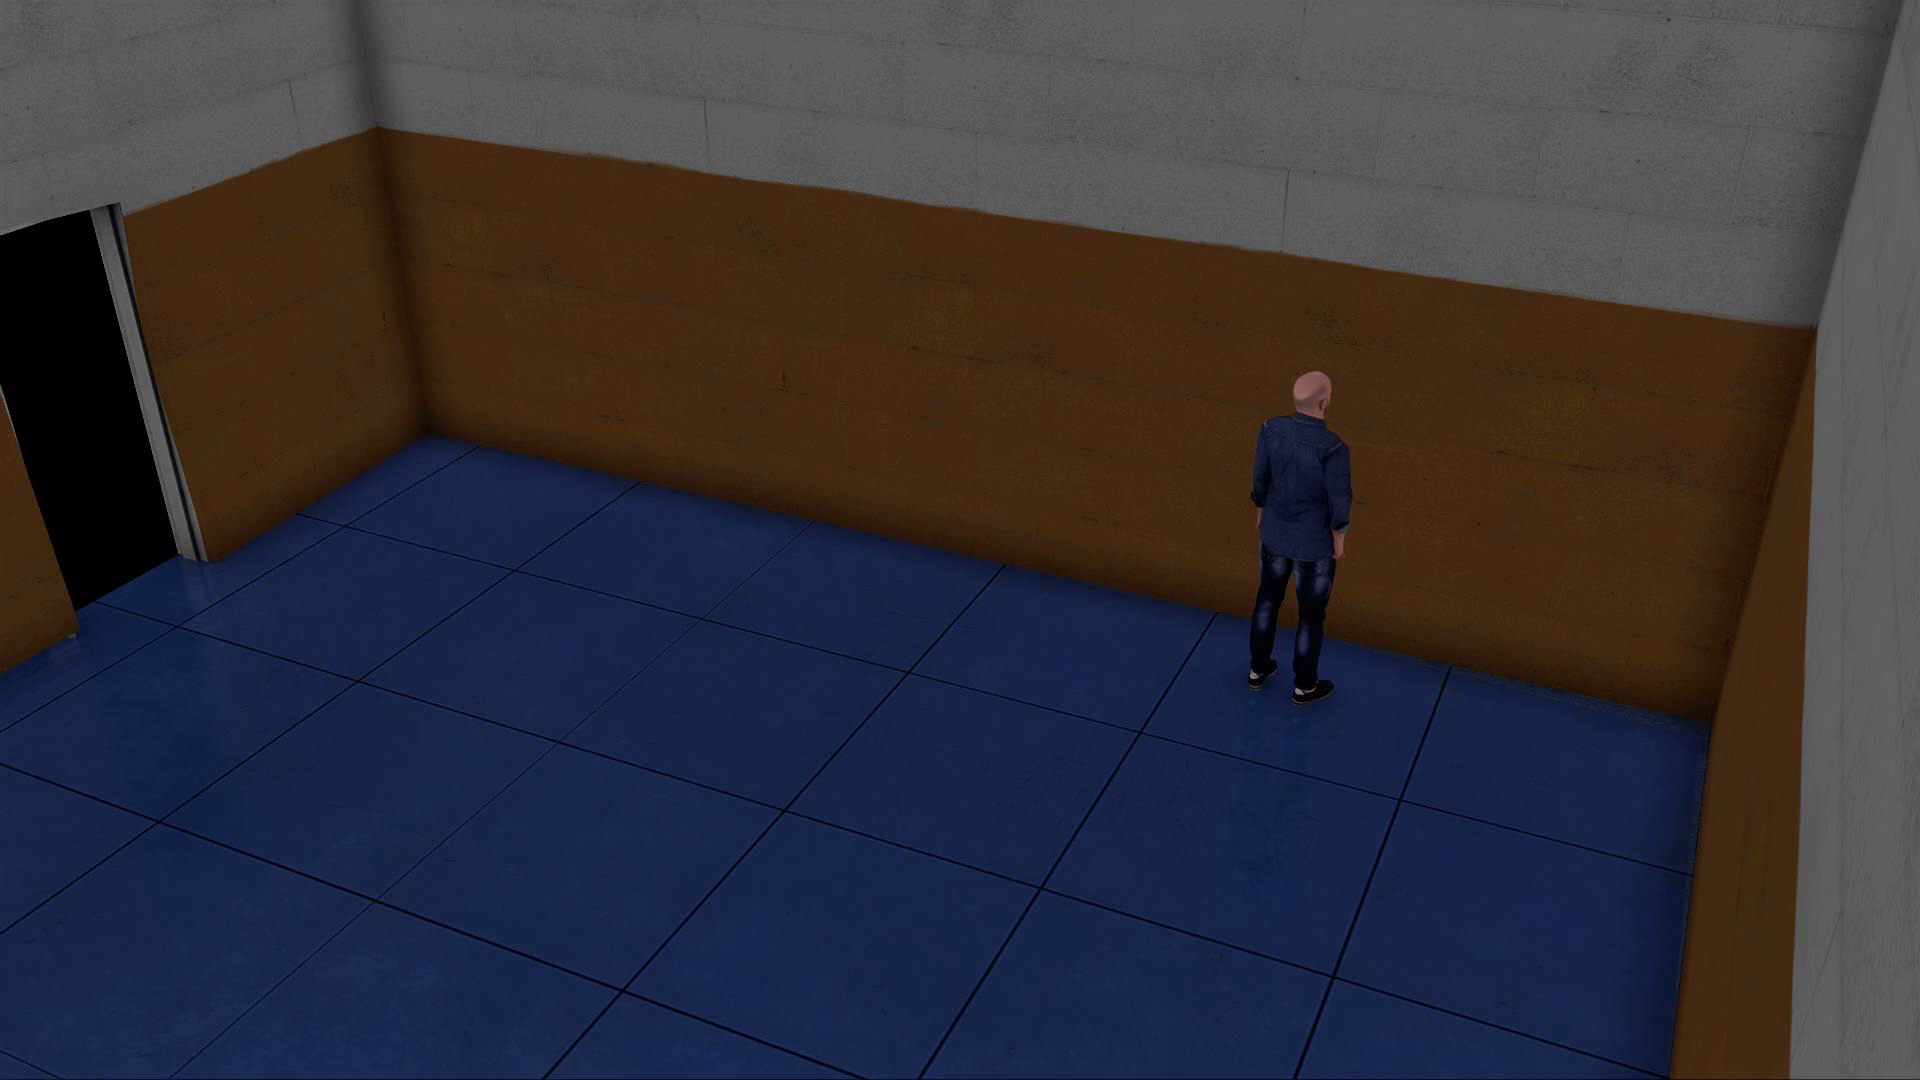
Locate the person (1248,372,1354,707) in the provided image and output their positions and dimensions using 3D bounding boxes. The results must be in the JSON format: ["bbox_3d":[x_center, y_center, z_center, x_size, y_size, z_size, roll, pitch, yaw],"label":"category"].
[{"bbox_3d":[1.731,-0.007,8.488,0.635,1.826,0.835,23,36,35],"label":"person"}]
